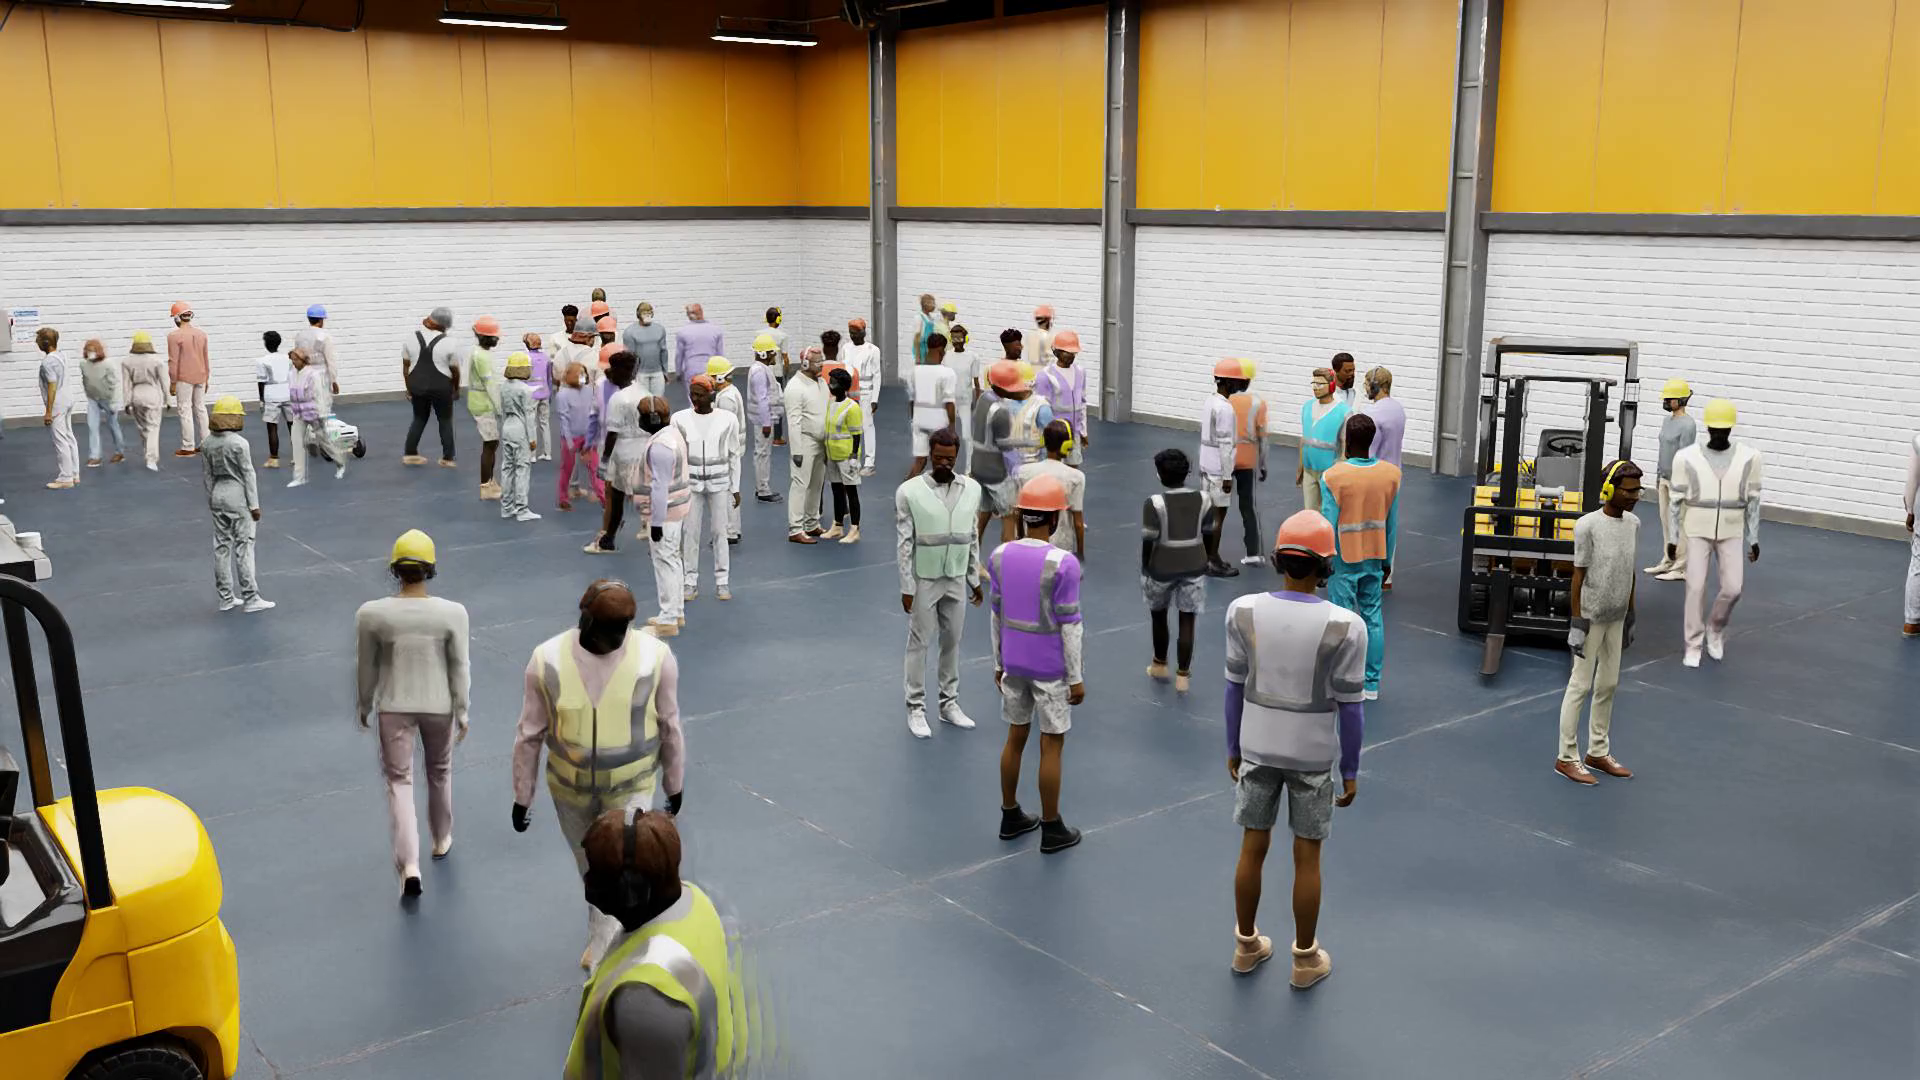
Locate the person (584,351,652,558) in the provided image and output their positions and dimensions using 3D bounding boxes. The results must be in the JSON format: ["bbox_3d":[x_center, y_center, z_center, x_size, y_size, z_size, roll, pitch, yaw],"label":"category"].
[{"bbox_3d":[-3.039,-0.779,15.309,0.984,1.921,0.613,2,12,11],"label":"person"}]

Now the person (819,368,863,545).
[{"bbox_3d":[-1.137,-0.804,15.953,0.321,1.697,0.529,-9,15,-38],"label":"person"}]

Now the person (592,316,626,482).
[{"bbox_3d":[-4.067,-1.618,19.290,0.354,1.942,0.545,11,16,43],"label":"person"}]

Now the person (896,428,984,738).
[{"bbox_3d":[-0.129,0.250,10.335,0.587,1.915,0.397,-7,14,-30],"label":"person"}]

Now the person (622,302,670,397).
[{"bbox_3d":[-4.185,-2.219,22.233,0.638,1.929,0.374,-9,15,-37],"label":"person"}]

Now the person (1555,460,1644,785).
[{"bbox_3d":[3.658,0.464,9.446,0.509,1.860,0.334,-6,13,-28],"label":"person"}]

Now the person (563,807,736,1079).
[{"bbox_3d":[-0.735,1.552,4.268,0.540,1.825,0.636,-1,12,-3],"label":"person"}]

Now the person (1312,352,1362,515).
[{"bbox_3d":[3.427,-0.756,15.183,0.587,1.920,0.391,-9,15,-37],"label":"person"}]

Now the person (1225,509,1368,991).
[{"bbox_3d":[1.407,0.881,7.022,0.601,2.036,0.421,6,13,26],"label":"person"}]

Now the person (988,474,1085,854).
[{"bbox_3d":[0.404,0.625,8.501,0.548,1.929,0.388,10,15,40],"label":"person"}]

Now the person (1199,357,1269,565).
[{"bbox_3d":[2.487,-0.719,15.119,0.629,1.884,0.636,2,12,10],"label":"person"}]

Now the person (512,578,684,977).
[{"bbox_3d":[-1.498,1.039,6.869,0.679,1.783,0.947,0,12,-1],"label":"person"}]

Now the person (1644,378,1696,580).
[{"bbox_3d":[6.191,-0.526,14.470,0.337,1.757,0.517,0,12,-2],"label":"person"}]

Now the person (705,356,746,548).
[{"bbox_3d":[-2.239,-0.841,15.849,0.403,1.817,0.605,-1,12,-5],"label":"person"}]

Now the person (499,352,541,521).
[{"bbox_3d":[-4.551,-1.075,17.181,0.485,1.735,0.354,10,15,40],"label":"person"}]

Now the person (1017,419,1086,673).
[{"bbox_3d":[0.605,0.092,11.280,0.561,1.842,0.626,4,12,18],"label":"person"}]

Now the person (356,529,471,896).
[{"bbox_3d":[-2.631,0.816,8.046,0.531,1.733,0.844,-4,12,-18],"label":"person"}]

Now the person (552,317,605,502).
[{"bbox_3d":[-4.075,-1.441,18.195,0.687,2.000,0.536,6,13,26],"label":"person"}]

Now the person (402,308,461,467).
[{"bbox_3d":[-6.491,-1.899,20.407,0.812,2.000,0.546,1,12,4],"label":"person"}]

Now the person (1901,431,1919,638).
[{"bbox_3d":[7.357,-0.191,12.385,0.406,1.945,0.614,-7,14,-32],"label":"person"}]

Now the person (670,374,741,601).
[{"bbox_3d":[-2.094,-0.430,13.695,0.577,1.882,0.349,-1,12,-5],"label":"person"}]

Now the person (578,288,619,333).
[{"bbox_3d":[-5.473,-2.860,25.295,0.635,1.937,0.354,3,12,12],"label":"person"}]

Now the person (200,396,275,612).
[{"bbox_3d":[-5.825,-0.287,13.365,0.483,1.736,0.311,4,12,20],"label":"person"}]

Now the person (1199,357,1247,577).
[{"bbox_3d":[2.302,-0.638,14.590,0.388,1.930,0.544,-1,12,-6],"label":"person"}]

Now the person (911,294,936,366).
[{"bbox_3d":[-0.595,-2.835,25.474,0.437,1.826,0.562,5,13,21],"label":"person"}]

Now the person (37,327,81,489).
[{"bbox_3d":[-10.297,-1.499,18.952,0.346,1.846,0.506,-2,12,-8],"label":"person"}]

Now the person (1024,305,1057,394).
[{"bbox_3d":[1.037,-2.055,21.525,0.444,1.903,0.607,-8,14,-33],"label":"person"}]

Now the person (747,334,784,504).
[{"bbox_3d":[-2.112,-1.320,18.109,0.403,1.835,0.588,-2,12,-9],"label":"person"}]

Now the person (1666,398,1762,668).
[{"bbox_3d":[5.334,-0.052,11.785,0.630,1.914,0.410,3,12,16],"label":"person"}]

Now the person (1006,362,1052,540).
[{"bbox_3d":[0.567,-0.719,15.222,0.404,1.827,0.600,-11,16,-42],"label":"person"}]
